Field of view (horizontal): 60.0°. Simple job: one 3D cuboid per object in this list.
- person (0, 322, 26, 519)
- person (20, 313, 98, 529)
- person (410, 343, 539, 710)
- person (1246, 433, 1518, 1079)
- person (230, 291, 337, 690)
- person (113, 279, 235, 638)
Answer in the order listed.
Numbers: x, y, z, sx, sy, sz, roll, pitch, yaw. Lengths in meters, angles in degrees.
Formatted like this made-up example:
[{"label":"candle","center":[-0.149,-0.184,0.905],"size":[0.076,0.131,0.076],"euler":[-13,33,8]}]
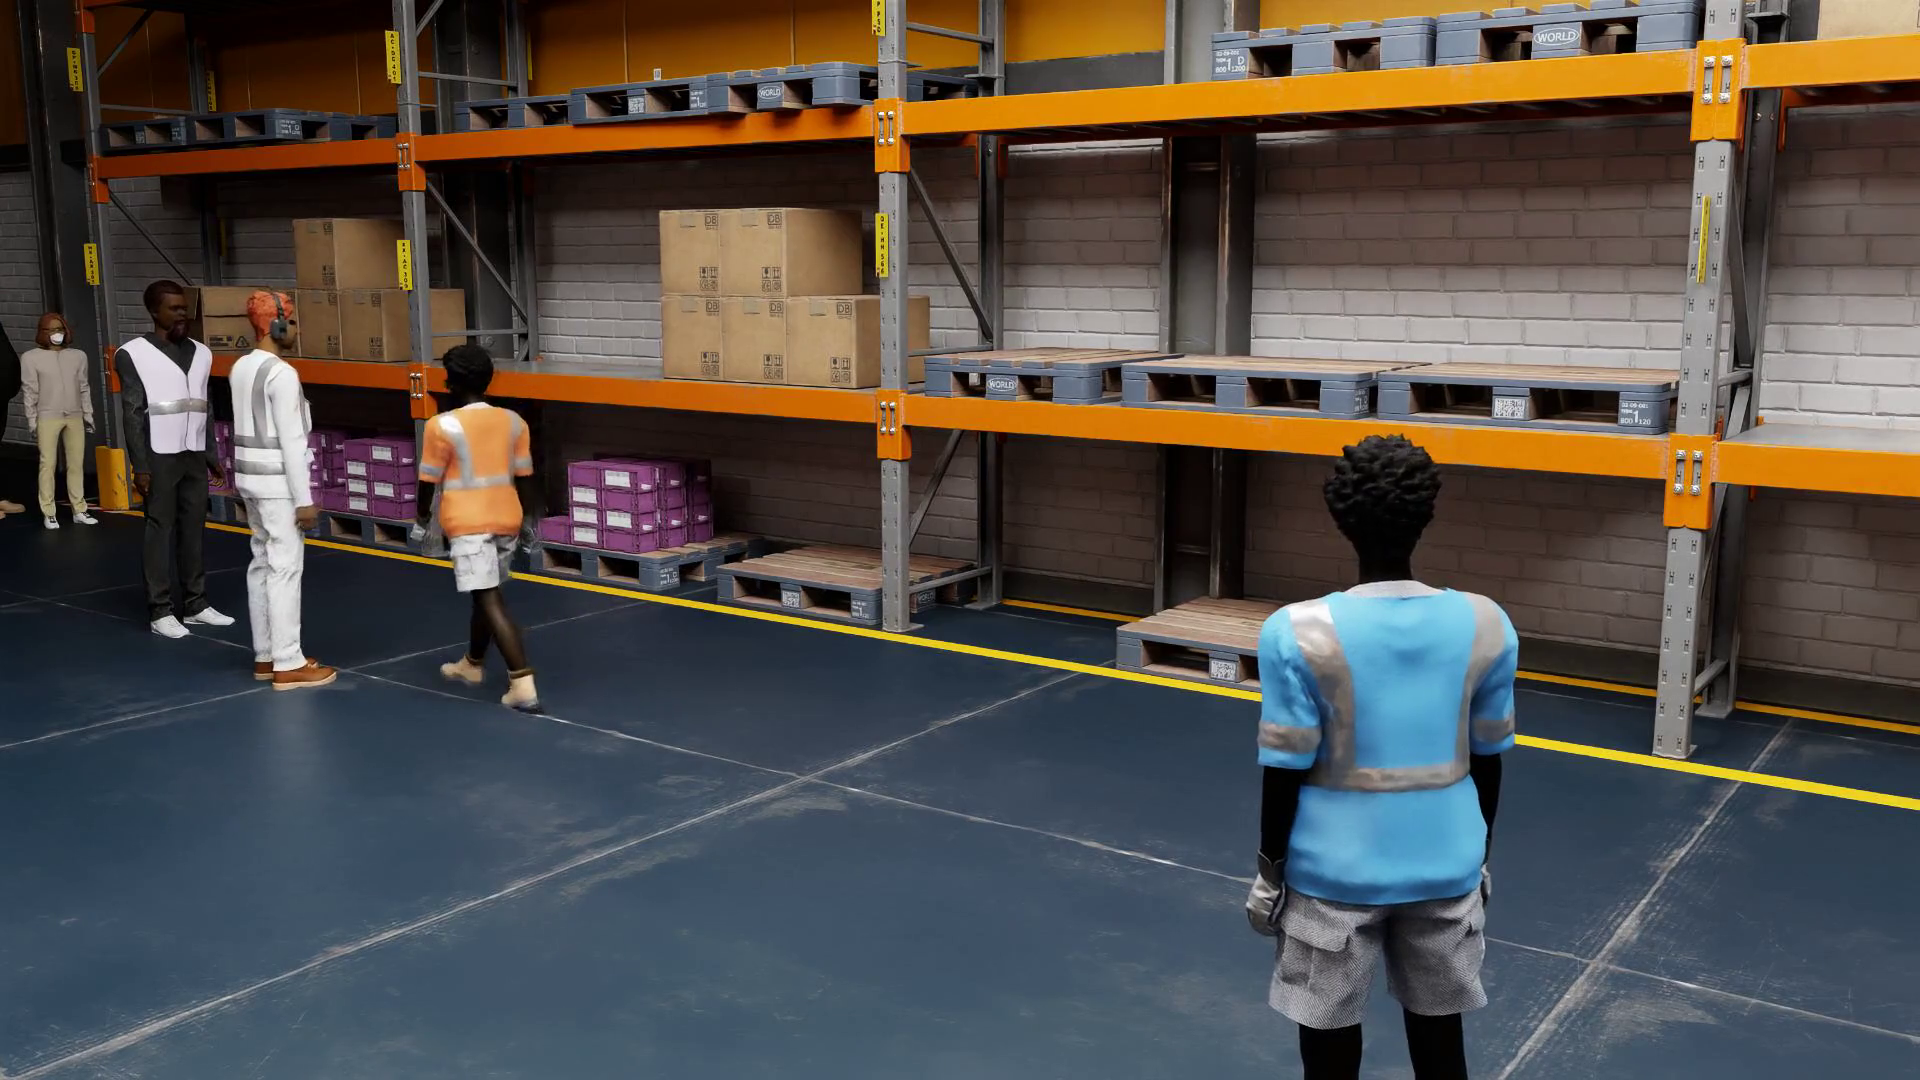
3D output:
[{"label":"person","center":[-7.673,-1.184,13.089],"size":[0.537,2.000,0.682],"euler":[-1,10,-7]},{"label":"person","center":[-6.838,-0.906,12.643],"size":[0.271,1.632,0.508],"euler":[7,12,35]},{"label":"person","center":[-2.190,-0.066,7.592],"size":[0.850,1.654,0.531],"euler":[7,12,34]},{"label":"person","center":[0.808,0.642,3.228],"size":[0.537,1.698,0.320],"euler":[-2,10,-11]},{"label":"person","center":[-3.237,-0.231,7.891],"size":[0.352,1.880,0.575],"euler":[-9,13,-43]},{"label":"person","center":[-4.278,-0.446,9.051],"size":[0.391,1.922,0.593],"euler":[3,10,20]}]
